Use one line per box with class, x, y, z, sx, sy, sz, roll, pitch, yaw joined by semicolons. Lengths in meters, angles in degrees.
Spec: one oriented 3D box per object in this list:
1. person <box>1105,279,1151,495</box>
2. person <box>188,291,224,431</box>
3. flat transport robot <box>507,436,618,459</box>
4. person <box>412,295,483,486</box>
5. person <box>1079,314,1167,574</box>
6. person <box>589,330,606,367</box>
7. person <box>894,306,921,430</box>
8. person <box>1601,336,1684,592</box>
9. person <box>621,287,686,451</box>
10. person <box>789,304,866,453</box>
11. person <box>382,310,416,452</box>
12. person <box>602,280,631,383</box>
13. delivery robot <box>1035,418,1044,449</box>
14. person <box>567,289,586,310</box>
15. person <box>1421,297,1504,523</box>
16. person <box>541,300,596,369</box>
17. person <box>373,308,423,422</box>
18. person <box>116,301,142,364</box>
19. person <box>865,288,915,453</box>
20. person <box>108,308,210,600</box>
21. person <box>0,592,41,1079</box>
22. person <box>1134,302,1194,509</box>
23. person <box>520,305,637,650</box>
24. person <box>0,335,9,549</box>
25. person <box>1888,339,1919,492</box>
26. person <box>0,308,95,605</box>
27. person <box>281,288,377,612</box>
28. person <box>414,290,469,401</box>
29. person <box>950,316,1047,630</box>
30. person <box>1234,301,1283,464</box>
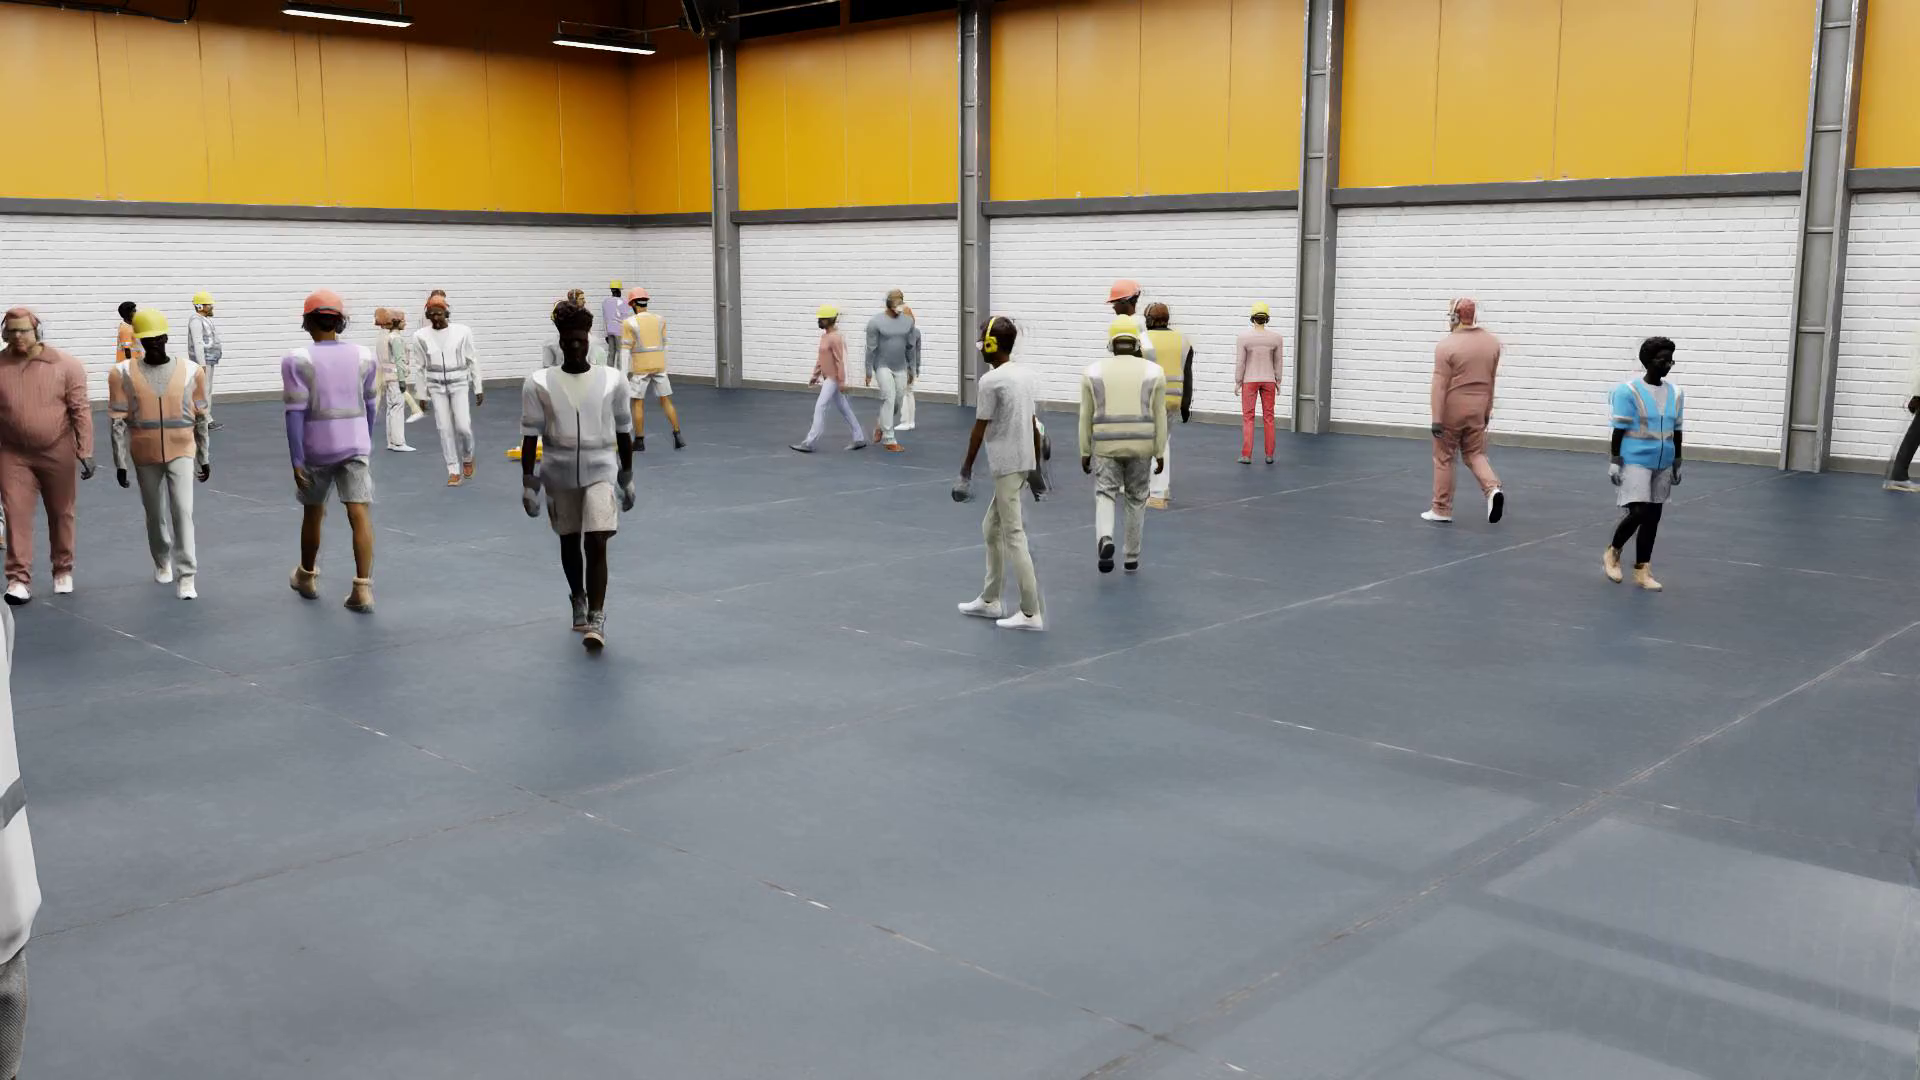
person;1.586;-1.422;15.598;0.473;2.021;0.665;2;10;14
person;-9.930;-2.357;21.900;0.404;1.833;0.591;-2;10;-15
flat transport robot;-4.434;-1.093;18.925;0.652;0.197;1.431;4;10;23
person;-4.997;-1.457;16.268;0.629;1.868;0.461;-1;9;-8
person;1.115;-0.630;11.390;0.605;1.817;0.613;1;9;7
person;-3.771;-1.399;16.638;0.498;1.633;0.283;-1;9;-7
person;-0.740;-2.261;21.927;0.345;1.627;0.514;8;13;42
person;4.513;-0.496;10.917;0.551;1.684;0.360;-3;10;-18
person;-3.585;-1.979;19.360;0.757;1.908;0.583;-6;11;-33
person;-1.502;-1.863;19.246;0.950;1.715;0.525;-3;10;-17
person;-6.549;-1.845;19.352;0.314;1.639;0.517;-5;11;-30
person;-6.335;-3.834;30.709;0.587;1.921;0.383;6;11;31
delivery robot;0.735;-1.232;18.624;0.477;0.478;0.707;-1;9;-4
person;-5.339;-2.577;23.214;0.345;1.846;0.507;-3;10;-16
person;4.161;-1.054;13.725;0.652;1.888;0.723;-3;10;-20
person;-3.603;-1.267;15.223;0.540;1.824;0.877;-8;12;-40
person;-7.840;-2.390;22.830;0.863;1.592;0.507;-6;11;-31
person;-11.149;-2.355;22.329;0.322;1.689;0.530;-4;10;-24
person;-0.860;-1.988;19.481;0.663;1.895;0.814;-6;11;-33
person;-5.256;-0.590;10.955;0.587;1.880;0.995;-4;10;-25
person;-1.811;0.691;2.887;0.364;1.939;0.542;-3;10;-15
person;1.721;-1.203;14.850;0.632;1.818;0.612;-5;10;-26
person;-2.154;-0.359;9.397;0.623;1.911;1.029;-2;9;-11
person;-7.213;-0.842;12.349;0.655;1.914;0.802;-8;12;-40
person;9.272;-1.387;15.589;0.980;1.949;0.618;8;12;40
person;-5.865;-0.526;10.565;0.662;1.863;0.943;-4;10;-22
person;-3.980;-0.577;10.488;0.617;1.984;1.041;-7;12;-38
person;-8.440;-3.140;26.846;0.970;1.793;0.643;-8;12;-41
person;0.189;-0.391;9.836;0.787;1.837;0.523;5;10;28
person;3.242;-1.702;18.089;0.533;1.768;0.310;-1;9;-5
